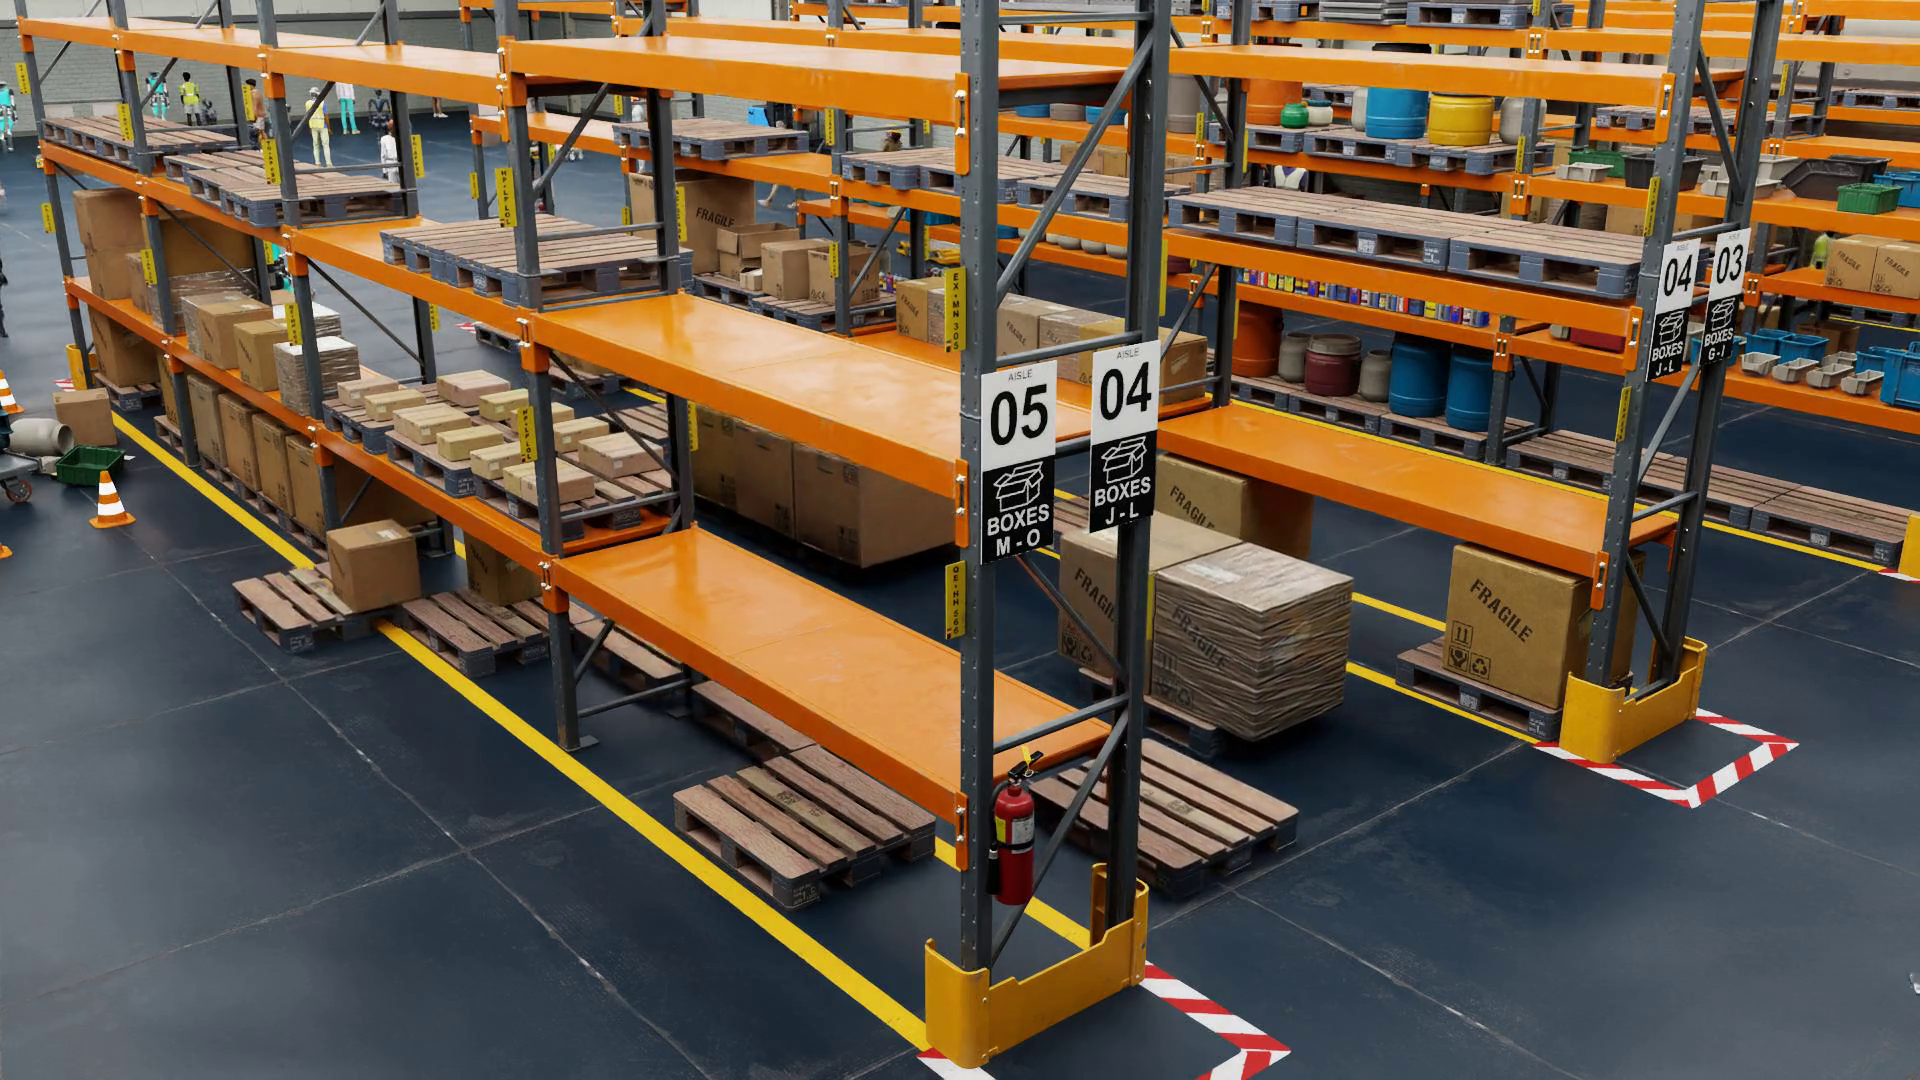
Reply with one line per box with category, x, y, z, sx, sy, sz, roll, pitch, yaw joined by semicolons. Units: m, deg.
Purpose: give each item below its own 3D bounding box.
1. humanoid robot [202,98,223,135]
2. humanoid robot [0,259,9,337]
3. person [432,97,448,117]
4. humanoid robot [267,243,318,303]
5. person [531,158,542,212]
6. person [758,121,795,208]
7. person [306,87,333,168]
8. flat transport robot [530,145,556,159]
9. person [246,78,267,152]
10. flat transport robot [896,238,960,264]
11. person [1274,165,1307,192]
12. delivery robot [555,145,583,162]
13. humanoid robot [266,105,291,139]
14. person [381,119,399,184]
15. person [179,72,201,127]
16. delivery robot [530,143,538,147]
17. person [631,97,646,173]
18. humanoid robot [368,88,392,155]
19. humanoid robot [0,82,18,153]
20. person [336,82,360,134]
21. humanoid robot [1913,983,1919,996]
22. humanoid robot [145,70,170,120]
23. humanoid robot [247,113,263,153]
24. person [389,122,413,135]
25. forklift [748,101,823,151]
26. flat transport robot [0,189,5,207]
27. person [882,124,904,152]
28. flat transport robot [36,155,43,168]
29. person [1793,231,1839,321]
humanoid robot;-17.479;-9.469;38.800;0.703;1.636;0.601;3;20;8
humanoid robot;-12.680;-3.455;21.645;0.381;1.644;0.609;9;21;23
person;-16.241;-14.065;51.544;0.499;1.877;0.400;16;25;38
humanoid robot;-8.366;-3.261;20.867;0.717;1.710;0.530;-2;19;-6
person;-6.476;-4.757;24.957;0.611;1.940;0.756;7;21;20
person;-3.579;-7.394;32.814;0.896;1.694;0.491;3;20;8
person;-14.866;-9.528;38.610;0.518;1.892;0.401;2;19;5
flat transport robot;-10.379;-9.668;41.451;0.659;0.231;1.431;11;22;28
person;-17.807;-10.756;42.169;0.420;1.848;0.805;-2;19;-5
flat transport robot;-0.401;-4.788;27.564;0.659;0.231;1.431;-13;23;-33
person;5.334;-5.460;27.100;0.565;1.843;0.390;12;22;30
delivery robot;-9.574;-9.567;40.716;0.499;0.583;0.767;7;21;20
humanoid robot;-15.581;-9.165;37.939;0.740;1.879;0.557;15;24;37
person;-10.568;-6.944;31.260;0.573;1.887;0.355;-1;19;-2
person;-21.641;-12.295;46.786;0.528;1.689;0.322;-14;24;-34
delivery robot;-11.201;-10.586;43.584;0.499;0.564;0.737;-12;23;-31
person;-7.267;-9.144;37.511;0.360;1.896;0.563;-3;20;-8
humanoid robot;-14.588;-10.546;41.843;0.583;1.643;0.522;-3;20;-9
humanoid robot;-24.139;-10.607;42.008;0.535;1.839;0.754;-5;20;-13
person;-17.234;-12.377;46.686;0.488;1.913;0.373;2;19;6
humanoid robot;5.089;1.483;7.580;1.058;1.764;0.542;6;20;17
humanoid robot;-22.191;-12.032;46.010;0.548;1.817;0.726;-4;20;-12
humanoid robot;-14.913;-8.236;35.283;0.718;1.637;0.583;-2;19;-6
person;-11.894;-8.375;35.523;0.533;1.755;0.372;-14;24;-35
forklift;-4.526;-11.368;42.374;1.129;2.768;1.873;-15;24;-37
flat transport robot;-19.002;-6.326;31.939;0.659;0.231;1.431;-10;22;-27
person;-1.359;-7.178;32.187;0.605;1.717;0.803;-16;25;-39
flat transport robot;-21.608;-9.017;39.599;0.659;0.231;1.431;-10;21;-25
person;11.064;-3.401;21.481;0.541;1.675;0.697;-17;25;-39
